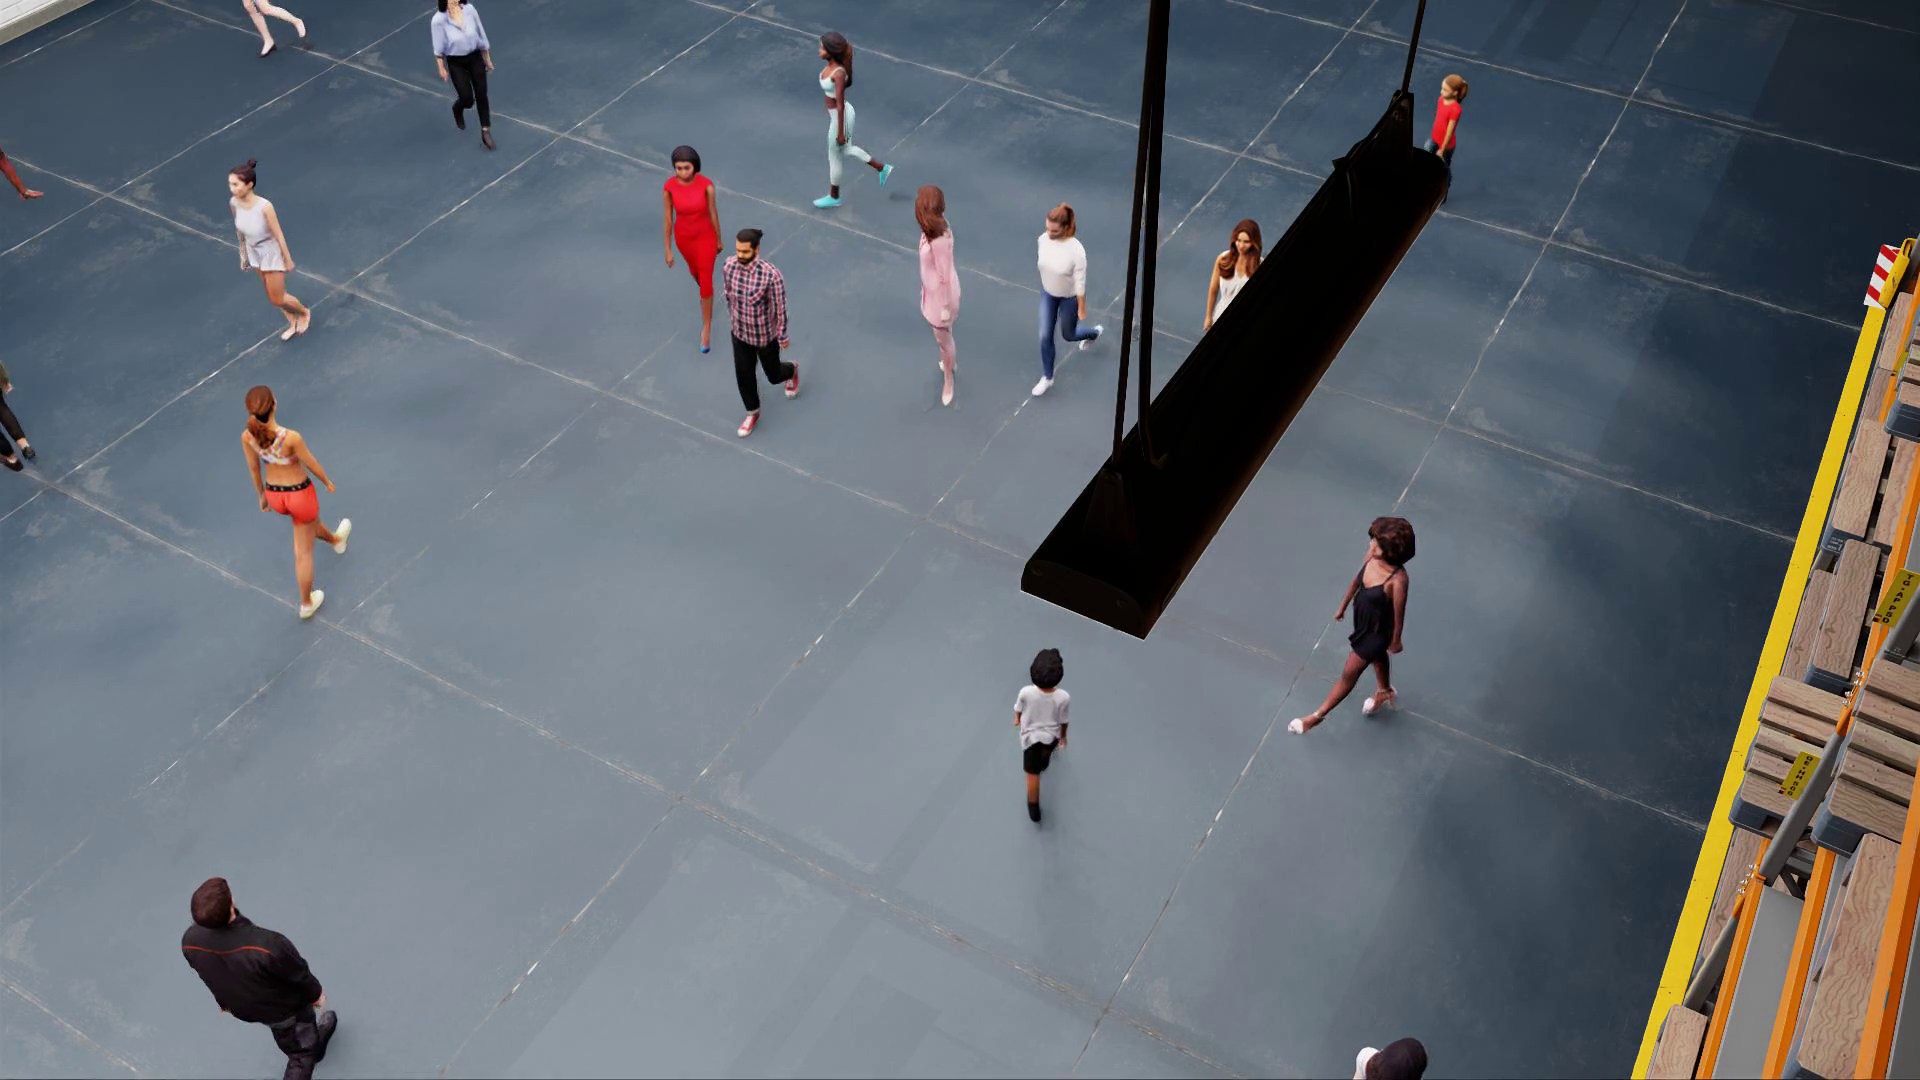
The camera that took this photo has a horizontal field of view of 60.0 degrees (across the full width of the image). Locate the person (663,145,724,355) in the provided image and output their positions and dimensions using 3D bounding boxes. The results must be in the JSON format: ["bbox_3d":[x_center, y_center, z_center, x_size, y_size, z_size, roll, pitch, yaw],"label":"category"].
[{"bbox_3d":[-2.154,-2.459,13.579,0.987,1.692,1.182,-1,44,-2],"label":"person"}]

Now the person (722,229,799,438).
[{"bbox_3d":[-1.518,-1.646,12.689,0.763,1.741,0.992,17,46,17],"label":"person"}]

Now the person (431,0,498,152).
[{"bbox_3d":[-4.716,-4.519,15.715,0.836,1.729,0.876,-31,52,-28],"label":"person"}]

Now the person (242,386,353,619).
[{"bbox_3d":[-4.507,-0.211,11.177,0.883,1.750,1.188,5,44,6],"label":"person"}]

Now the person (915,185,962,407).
[{"bbox_3d":[-0.113,-1.863,12.891,0.839,1.777,0.740,-16,46,-16],"label":"person"}]

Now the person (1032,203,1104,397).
[{"bbox_3d":[0.845,-1.947,13.044,0.721,1.688,1.075,30,51,27],"label":"person"}]

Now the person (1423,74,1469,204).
[{"bbox_3d":[4.437,-3.615,15.080,0.763,1.295,0.679,-16,46,-16],"label":"person"}]

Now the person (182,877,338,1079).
[{"bbox_3d":[-3.527,2.381,8.413,0.979,1.811,1.229,6,44,6],"label":"person"}]

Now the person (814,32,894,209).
[{"bbox_3d":[-0.994,-3.759,14.931,1.000,1.710,0.992,-7,44,-7],"label":"person"}]

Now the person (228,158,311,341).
[{"bbox_3d":[-5.593,-2.367,13.551,0.564,1.598,0.570,19,47,19],"label":"person"}]

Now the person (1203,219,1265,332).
[{"bbox_3d":[2.094,-1.660,12.672,0.644,1.785,0.598,12,45,12],"label":"person"}]

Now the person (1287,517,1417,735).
[{"bbox_3d":[2.665,0.524,10.402,1.089,1.756,1.014,-12,45,-12],"label":"person"}]

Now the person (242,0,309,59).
[{"bbox_3d":[-7.221,-5.821,17.027,0.681,1.804,0.893,27,50,26],"label":"person"}]

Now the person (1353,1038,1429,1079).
[{"bbox_3d":[2.007,2.876,7.984,0.667,1.685,0.674,-25,49,-24],"label":"person"}]

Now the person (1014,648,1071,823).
[{"bbox_3d":[0.485,1.190,10.080,0.756,1.235,0.938,1,44,1],"label":"person"}]

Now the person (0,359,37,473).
[{"bbox_3d":[-7.213,-1.073,12.286,0.668,1.468,0.514,26,50,25],"label":"person"}]
